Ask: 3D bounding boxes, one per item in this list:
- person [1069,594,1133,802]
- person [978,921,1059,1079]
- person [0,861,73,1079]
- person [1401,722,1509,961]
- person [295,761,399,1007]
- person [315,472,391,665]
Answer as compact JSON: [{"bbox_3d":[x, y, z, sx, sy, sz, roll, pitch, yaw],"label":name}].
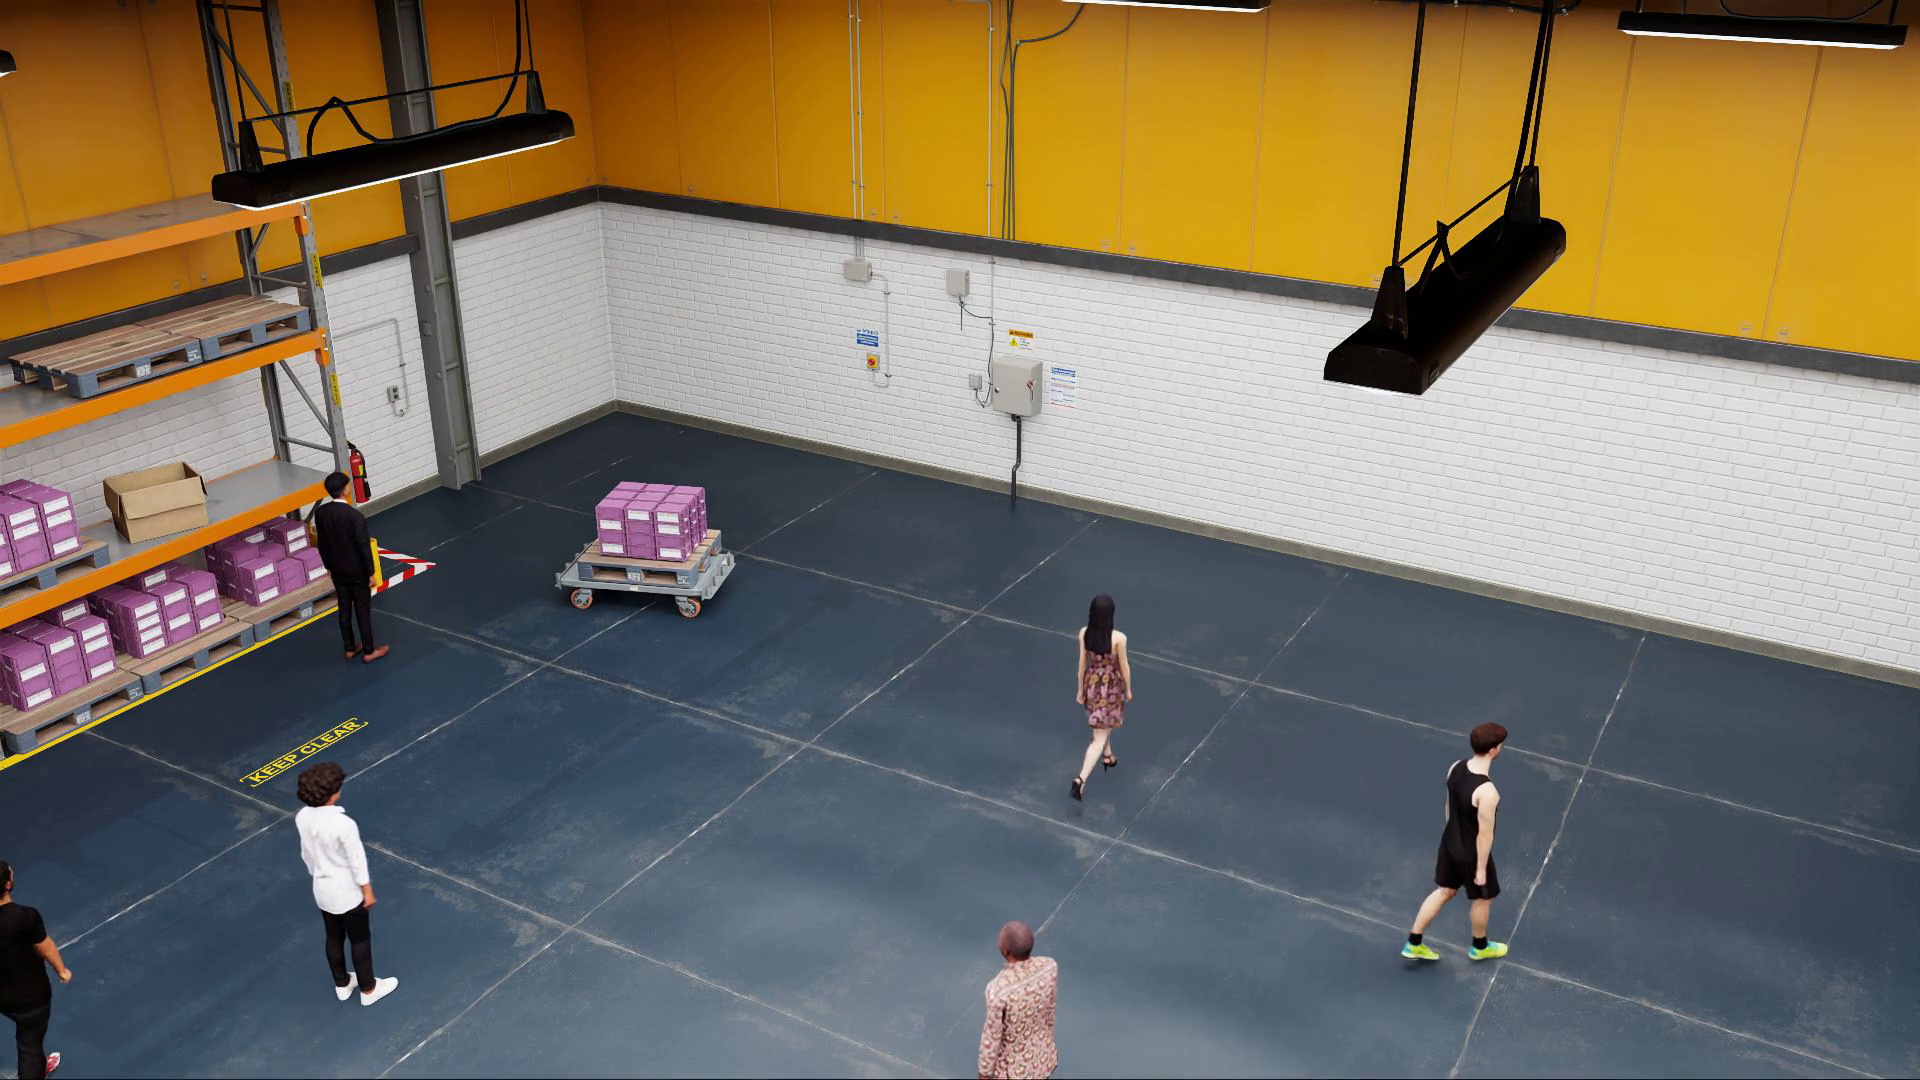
[{"bbox_3d":[1.123,1.299,13.402,0.636,1.737,1.147,14,27,29],"label":"person"},{"bbox_3d":[0.353,2.966,9.507,0.662,1.802,0.822,-18,30,-36],"label":"person"},{"bbox_3d":[-5.727,2.776,10.022,0.812,1.737,0.929,1,24,3],"label":"person"},{"bbox_3d":[3.397,2.117,11.366,1.168,1.867,1.083,-7,25,-16],"label":"person"},{"bbox_3d":[-4.129,2.285,11.056,0.644,1.809,0.592,10,25,21],"label":"person"},{"bbox_3d":[-5.743,0.253,15.612,0.735,1.882,0.618,8,25,17],"label":"person"}]
